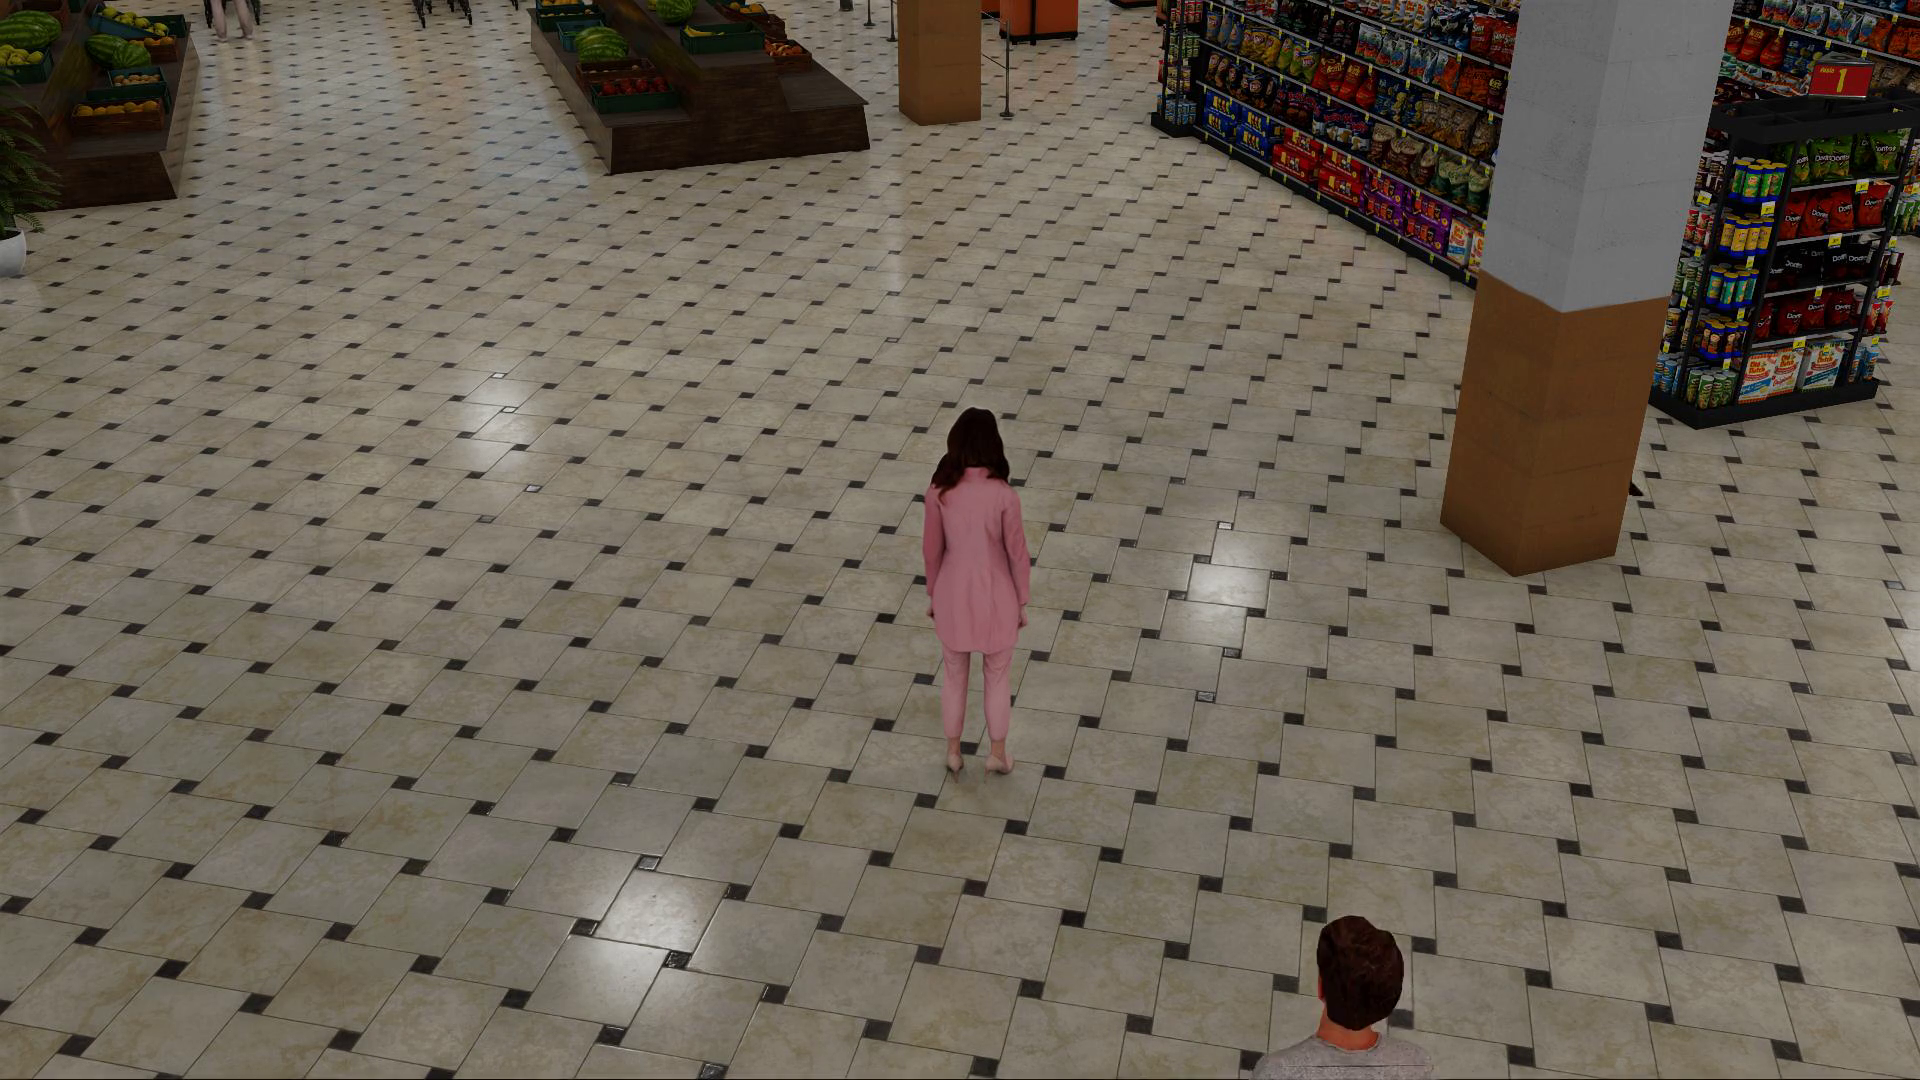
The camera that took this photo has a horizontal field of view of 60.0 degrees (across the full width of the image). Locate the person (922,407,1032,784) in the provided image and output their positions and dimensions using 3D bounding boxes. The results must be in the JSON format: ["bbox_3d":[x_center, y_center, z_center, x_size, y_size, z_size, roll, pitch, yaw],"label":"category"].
[{"bbox_3d":[0.064,0.274,7.210,0.691,1.803,0.699,6,29,10],"label":"person"}]

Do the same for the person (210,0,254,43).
[{"bbox_3d":[-9.325,-7.239,20.919,0.763,1.853,0.709,-21,35,-33],"label":"person"}]

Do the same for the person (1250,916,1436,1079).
[{"bbox_3d":[0.934,1.840,4.264,0.825,1.878,0.917,-2,29,-4],"label":"person"}]
